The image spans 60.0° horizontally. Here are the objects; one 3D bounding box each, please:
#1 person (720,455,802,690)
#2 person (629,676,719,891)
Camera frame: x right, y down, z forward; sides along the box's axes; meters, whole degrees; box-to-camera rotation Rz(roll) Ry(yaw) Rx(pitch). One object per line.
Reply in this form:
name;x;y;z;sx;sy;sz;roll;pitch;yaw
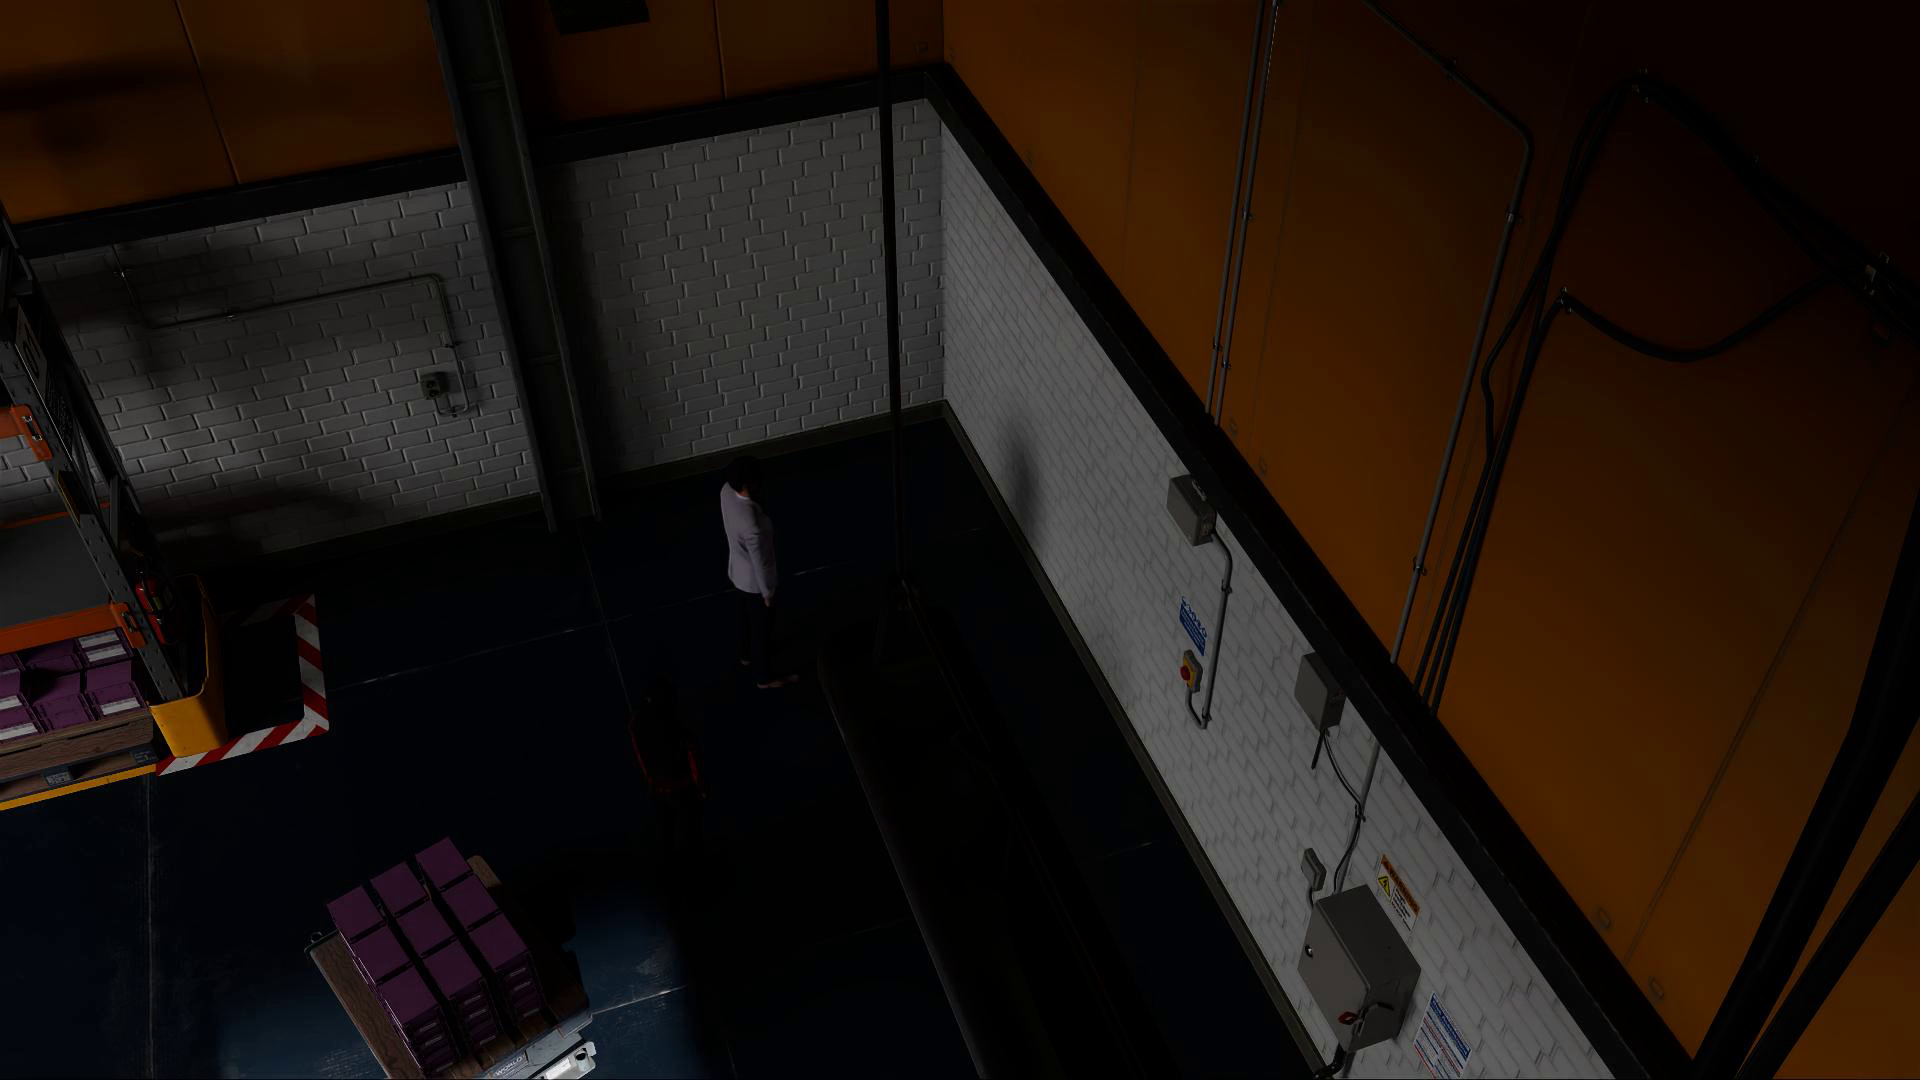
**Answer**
person;-1.324;0.190;10.606;0.601;1.851;0.693;-19;47;-19
person;-1.636;1.411;9.470;0.645;1.651;0.715;16;46;16
